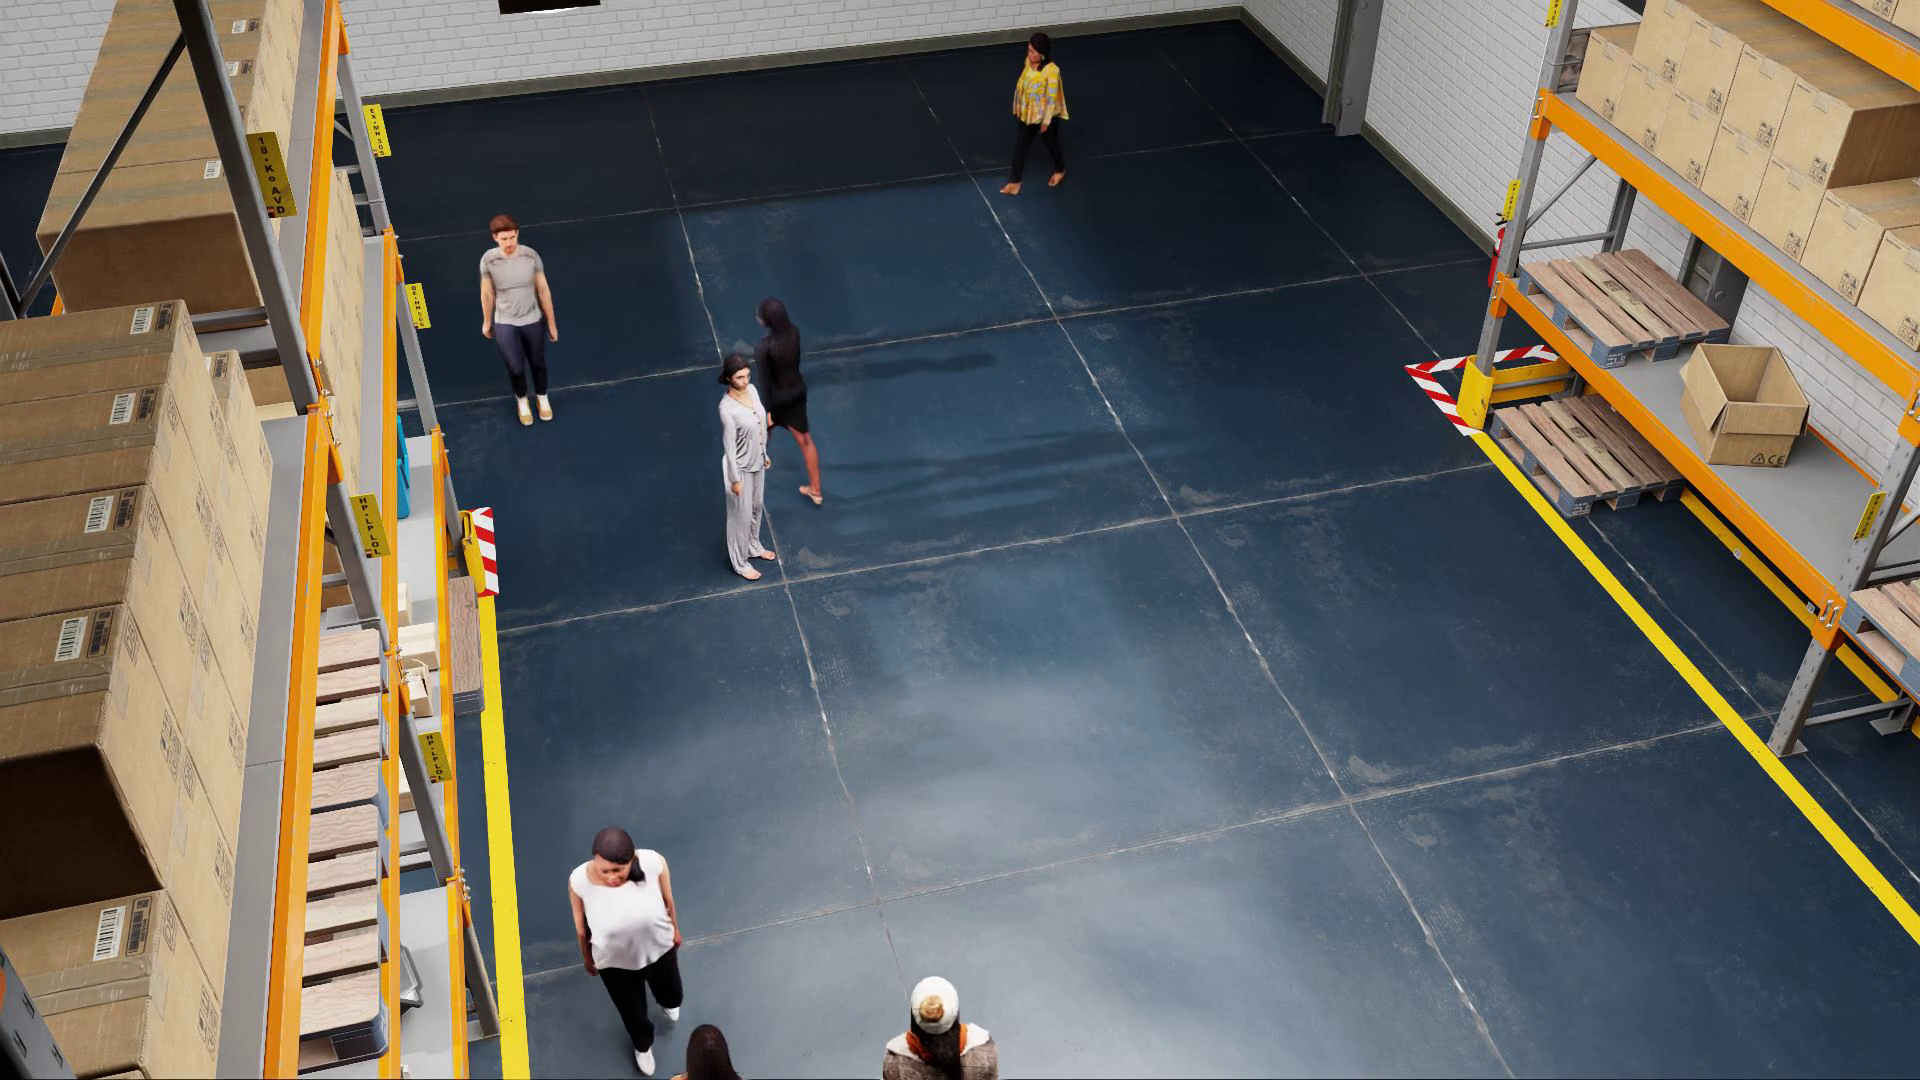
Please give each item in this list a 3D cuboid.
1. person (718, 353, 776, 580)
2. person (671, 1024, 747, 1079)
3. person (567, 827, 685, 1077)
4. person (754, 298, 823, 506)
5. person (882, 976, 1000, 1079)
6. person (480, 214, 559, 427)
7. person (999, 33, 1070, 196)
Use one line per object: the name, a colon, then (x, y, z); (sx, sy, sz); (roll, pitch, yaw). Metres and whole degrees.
person: (-1.514, -0.532, 11.628); (0.736, 1.773, 0.653); (15, 41, 18)
person: (-1.094, 2.845, 7.491); (0.720, 1.660, 1.009); (1, 39, 2)
person: (-1.665, 2.023, 8.502); (0.650, 1.682, 0.690); (-10, 40, -12)
person: (-1.239, -0.985, 12.276); (1.250, 1.671, 1.088); (29, 47, 32)
person: (-0.093, 2.667, 7.538); (0.732, 1.878, 0.855); (-6, 39, -8)
person: (-3.487, -1.773, 13.107); (0.717, 1.866, 0.648); (-12, 40, -14)
person: (0.853, -4.165, 16.309); (1.026, 1.609, 1.091); (-28, 46, -30)
